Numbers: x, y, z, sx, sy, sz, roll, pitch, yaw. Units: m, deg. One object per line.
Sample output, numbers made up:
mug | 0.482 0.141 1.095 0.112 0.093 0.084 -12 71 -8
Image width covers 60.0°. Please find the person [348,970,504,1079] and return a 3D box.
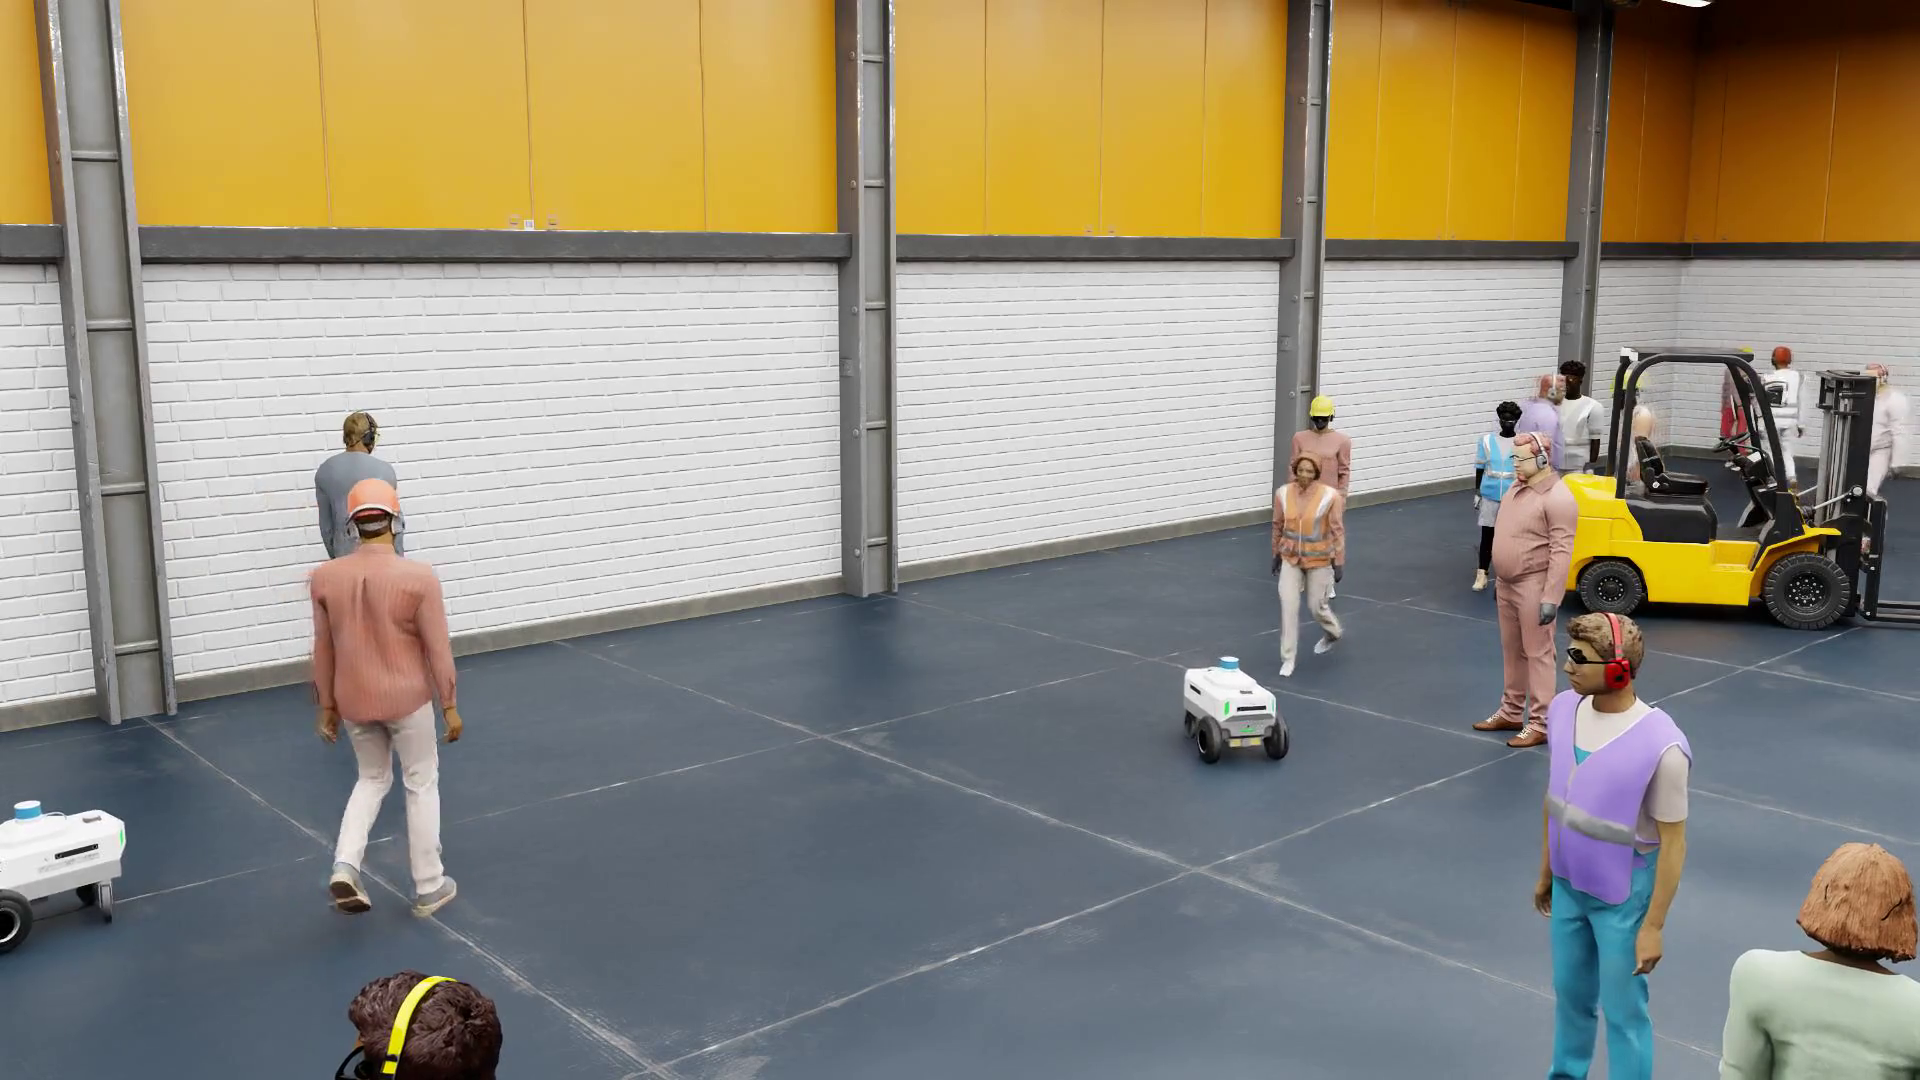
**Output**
person | -0.807 1.571 2.642 0.329 1.872 0.507 2 10 9

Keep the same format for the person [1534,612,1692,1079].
person | 2.066 1.129 5.309 0.393 1.842 0.564 -3 10 -19

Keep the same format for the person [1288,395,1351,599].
person | 3.087 -0.372 14.338 0.522 1.763 0.319 3 10 20

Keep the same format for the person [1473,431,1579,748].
person | 3.408 0.292 10.041 0.407 1.904 0.639 -2 10 -12

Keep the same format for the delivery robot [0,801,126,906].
delivery robot | -4.064 1.387 7.288 0.477 0.478 0.707 8 13 40

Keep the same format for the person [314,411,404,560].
person | -3.916 0.119 10.955 0.627 1.935 0.371 4 10 20

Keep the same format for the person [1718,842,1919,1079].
person | 2.008 1.486 3.827 0.509 1.632 0.269 7 12 36

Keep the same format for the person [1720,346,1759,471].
person | 10.670 -1.793 22.749 0.588 1.720 0.569 -7 12 -35

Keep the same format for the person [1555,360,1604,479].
person | 5.783 -0.730 15.831 0.367 1.966 0.607 -9 13 -42

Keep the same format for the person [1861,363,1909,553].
person | 8.940 -0.797 16.432 0.543 1.889 0.666 -2 10 -10

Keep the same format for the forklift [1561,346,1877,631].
forklift | 6.109 -0.478 13.691 2.313 2.155 1.214 3 10 16

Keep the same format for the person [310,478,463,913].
person | -2.554 0.718 7.347 0.644 1.965 0.619 2 10 9

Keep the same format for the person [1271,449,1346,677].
person | 2.492 0.136 11.798 0.557 1.608 0.636 6 11 31

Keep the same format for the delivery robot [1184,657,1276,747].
delivery robot | 1.601 0.941 9.901 0.477 0.478 0.707 -2 10 -12

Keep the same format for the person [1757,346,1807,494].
person | 9.869 -1.389 19.974 0.600 1.866 0.517 0 10 -1

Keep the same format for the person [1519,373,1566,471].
person | 5.280 -0.587 15.228 0.467 1.885 0.689 0 10 1

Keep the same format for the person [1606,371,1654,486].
person | 6.118 -0.606 15.316 0.595 1.896 0.579 -1 10 -7

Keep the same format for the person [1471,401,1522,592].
person | 4.748 -0.372 14.533 0.532 1.693 0.319 5 11 26
